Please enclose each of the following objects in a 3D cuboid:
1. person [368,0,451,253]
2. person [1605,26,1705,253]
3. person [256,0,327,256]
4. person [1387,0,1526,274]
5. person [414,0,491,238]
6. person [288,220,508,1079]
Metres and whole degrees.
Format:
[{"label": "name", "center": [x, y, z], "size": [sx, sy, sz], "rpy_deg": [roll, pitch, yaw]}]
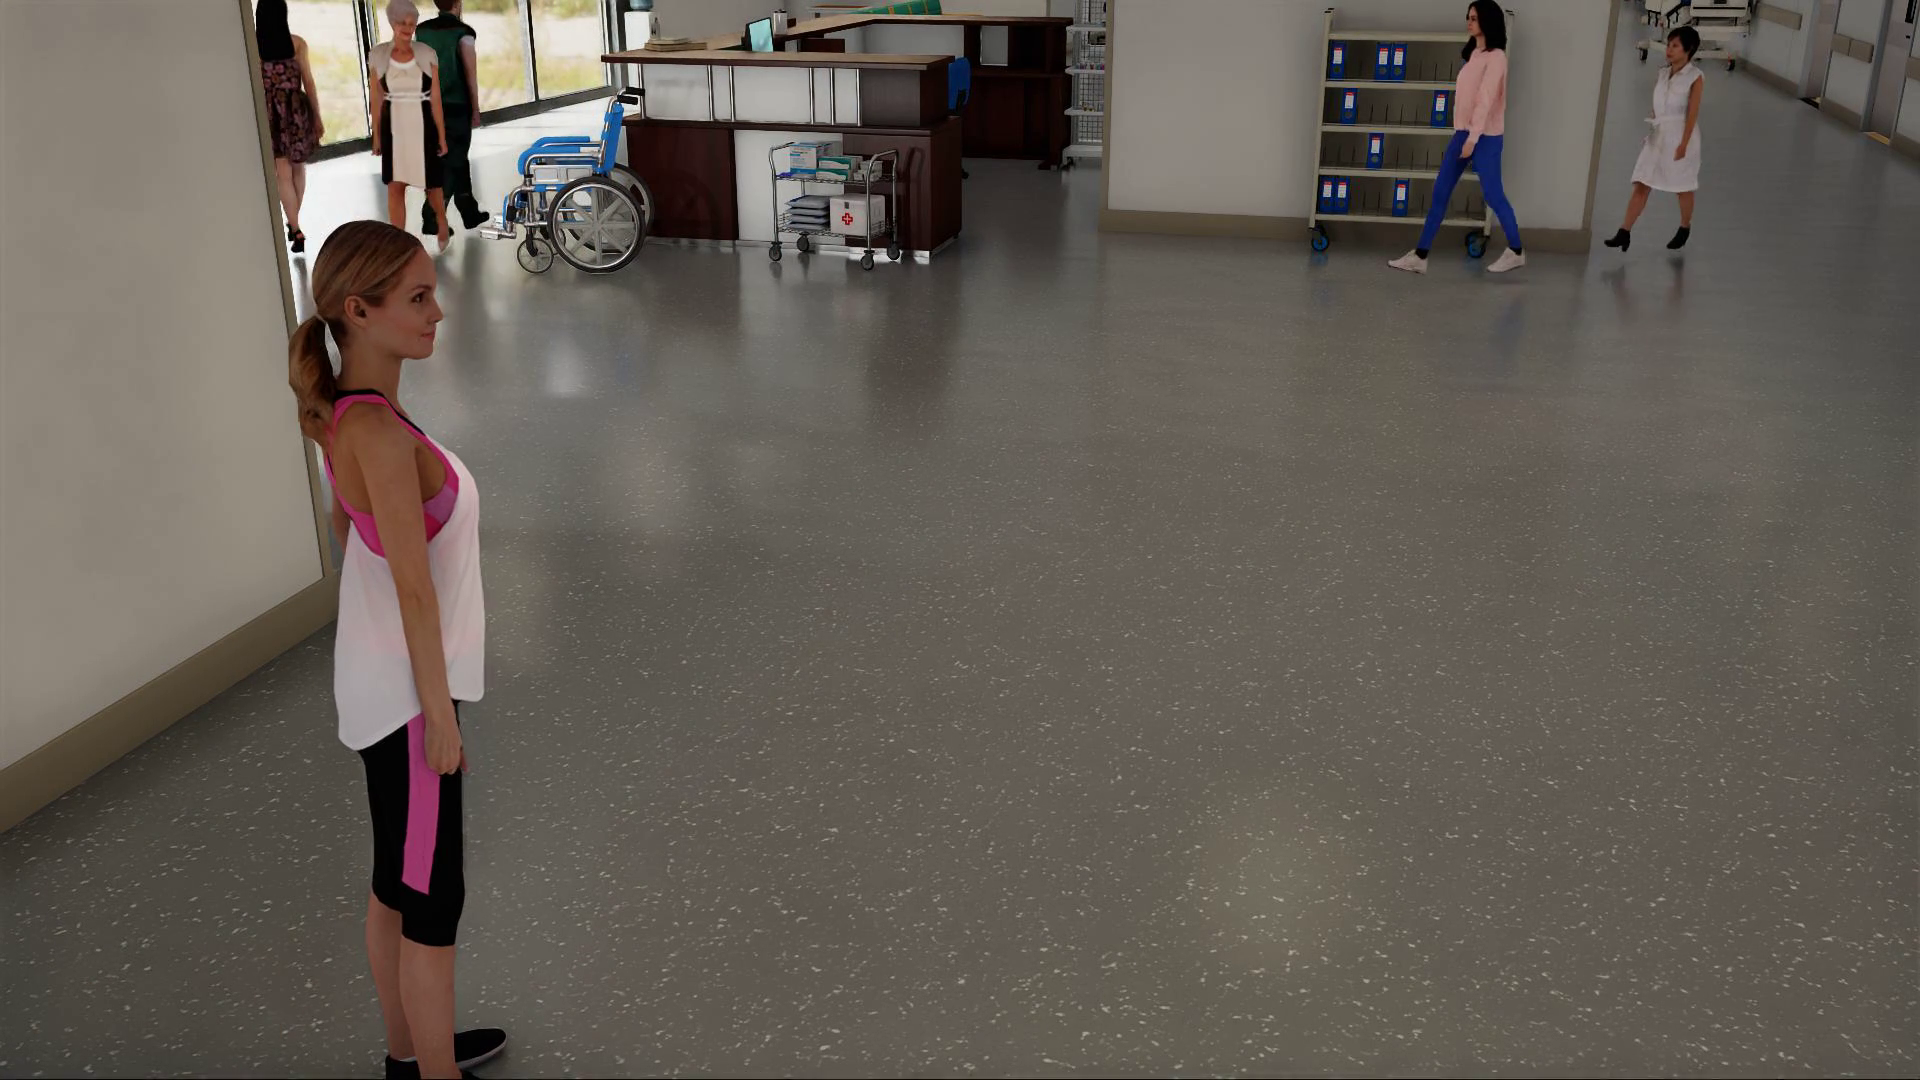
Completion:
[{"label": "person", "center": [-3.619, -2.682, 11.078], "size": [1.008, 1.724, 0.972], "rpy_deg": [-3, 21, -7]}, {"label": "person", "center": [4.966, -2.720, 11.481], "size": [1.038, 1.508, 0.971], "rpy_deg": [-12, 24, -28]}, {"label": "person", "center": [-4.626, -2.849, 11.480], "size": [0.892, 1.751, 0.956], "rpy_deg": [-12, 24, -28]}, {"label": "person", "center": [3.403, -2.522, 10.660], "size": [1.244, 1.719, 0.961], "rpy_deg": [-3, 21, -8]}, {"label": "person", "center": [-3.748, -3.062, 11.993], "size": [1.075, 1.787, 0.801], "rpy_deg": [8, 22, 19]}, {"label": "person", "center": [-1.042, 0.303, 3.108], "size": [0.731, 1.786, 0.671], "rpy_deg": [-12, 24, -28]}]
